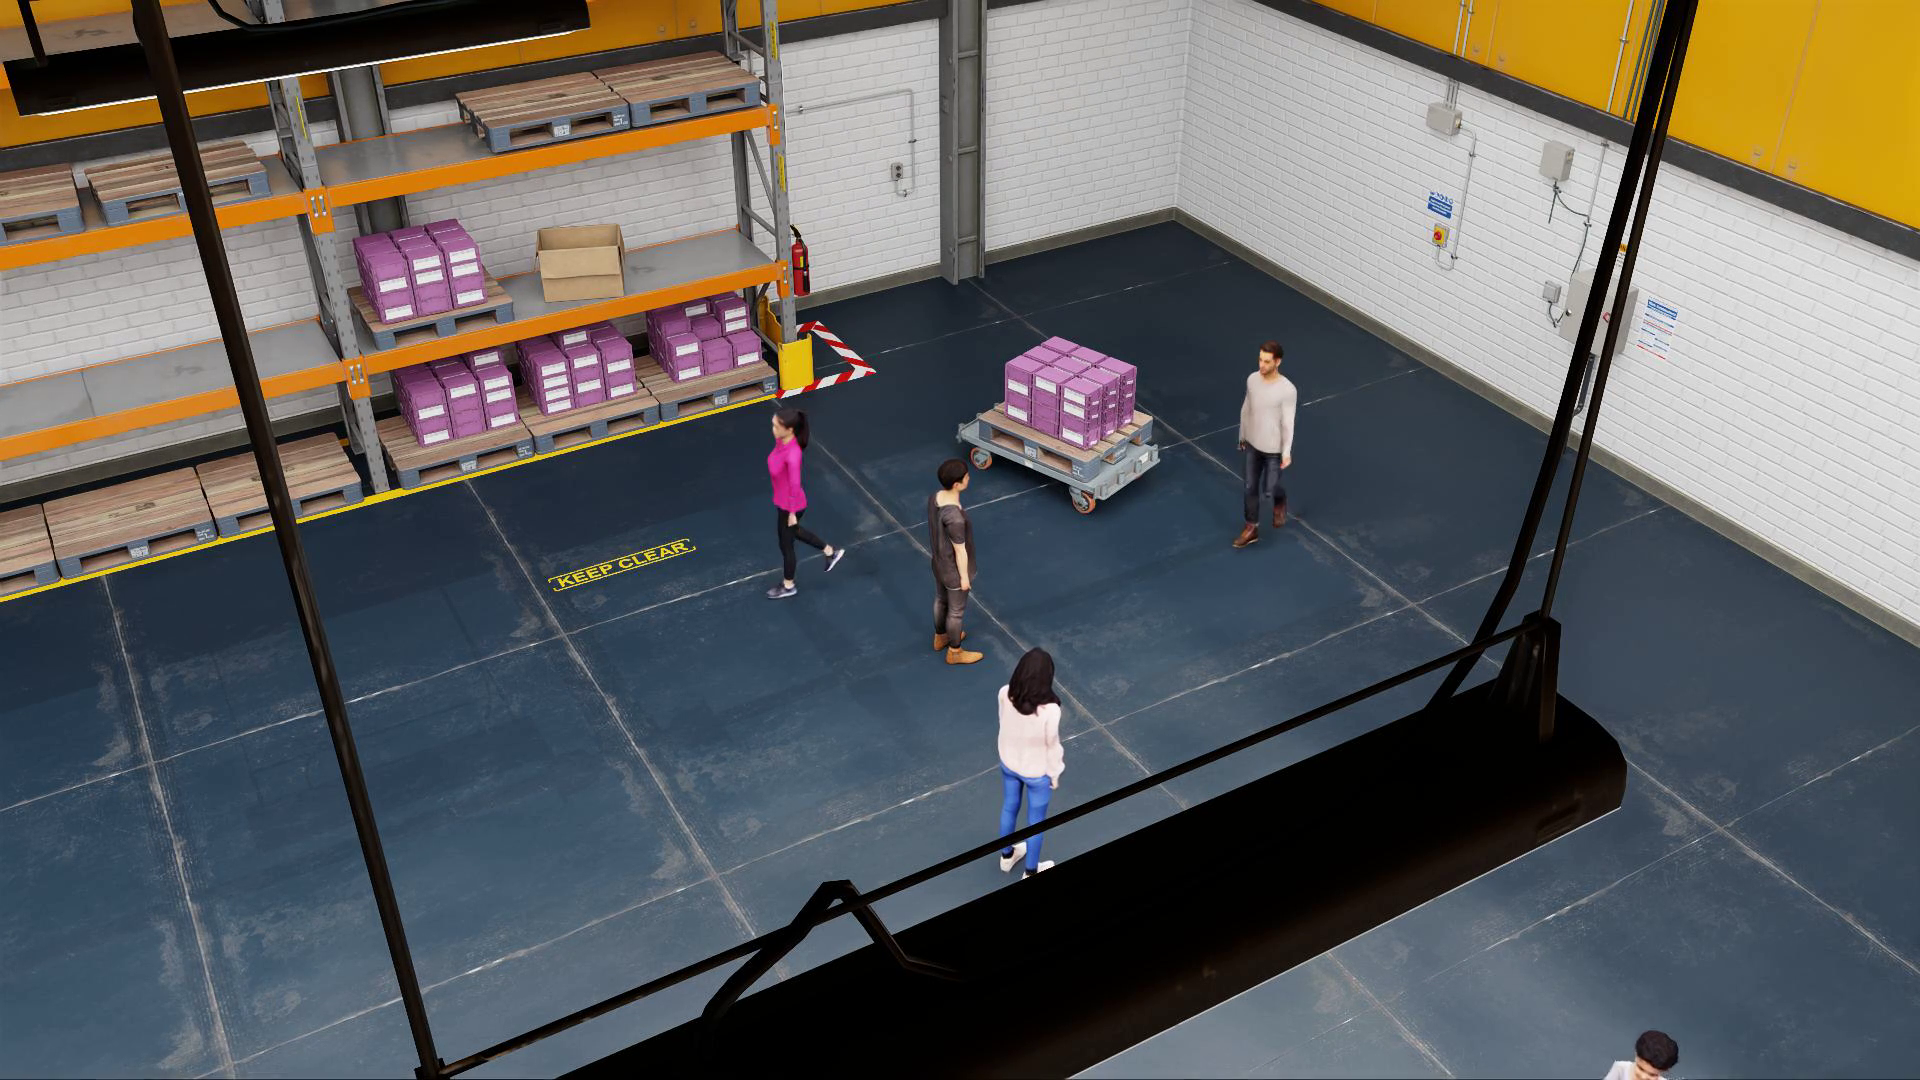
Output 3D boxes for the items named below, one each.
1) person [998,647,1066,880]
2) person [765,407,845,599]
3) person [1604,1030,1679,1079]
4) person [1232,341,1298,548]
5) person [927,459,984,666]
[{"bbox_3d":[0.409,1.408,10.322,0.705,1.766,0.680,23,40,31],"label":"person"},{"bbox_3d":[-1.250,-0.305,12.969,0.961,1.689,0.732,-9,35,-13],"label":"person"},{"bbox_3d":[3.456,2.924,8.511,0.584,1.247,0.628,29,43,36],"label":"person"},{"bbox_3d":[2.543,-0.803,13.569,0.830,1.855,0.977,26,42,33],"label":"person"},{"bbox_3d":[-0.066,0.150,12.260,0.568,1.717,0.630,-15,36,-21],"label":"person"}]
